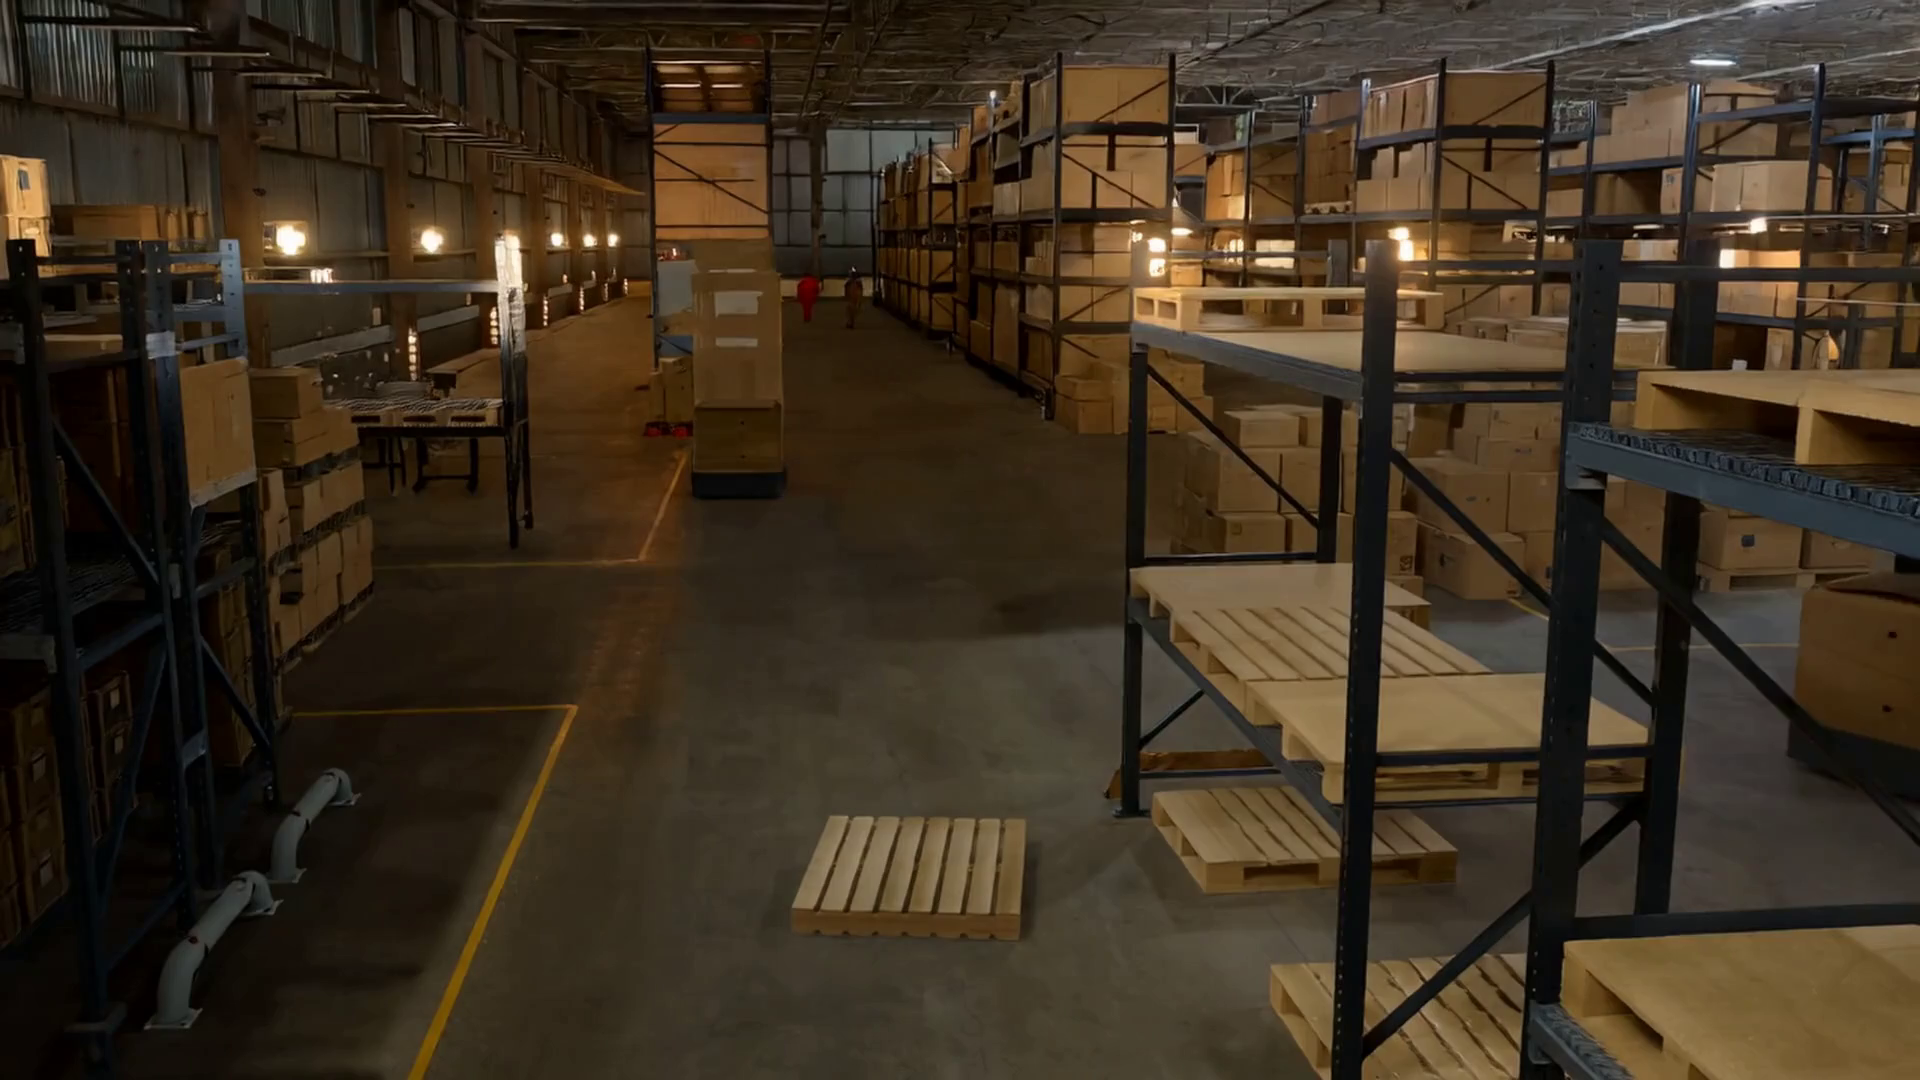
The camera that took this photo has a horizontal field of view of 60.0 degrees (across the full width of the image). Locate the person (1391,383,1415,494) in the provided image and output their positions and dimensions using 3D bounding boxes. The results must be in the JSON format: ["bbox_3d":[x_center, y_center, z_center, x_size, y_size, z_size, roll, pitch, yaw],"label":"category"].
[{"bbox_3d":[5.263,-1.526,19.993,0.354,1.942,0.545,-7,12,-33],"label":"person"}]

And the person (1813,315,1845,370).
[{"bbox_3d":[13.126,-2.446,25.187,0.397,1.911,0.587,9,14,42],"label":"person"}]

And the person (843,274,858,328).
[{"bbox_3d":[-3.809,-8.238,57.397,0.404,1.870,0.726,-6,12,-32],"label":"person"}]

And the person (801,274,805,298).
[{"bbox_3d":[-6.478,-10.352,69.764,0.533,1.623,0.538,2,10,11],"label":"person"}]

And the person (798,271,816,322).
[{"bbox_3d":[-5.634,-8.949,61.300,0.650,1.883,0.822,-2,10,-11],"label":"person"}]

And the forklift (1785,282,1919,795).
[{"bbox_3d":[5.788,-0.084,9.400,1.873,2.768,1.129,-6,12,-31],"label":"forklift"}]

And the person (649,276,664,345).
[{"bbox_3d":[-8.804,-6.663,48.172,0.375,2.044,0.604,3,11,19],"label":"person"}]

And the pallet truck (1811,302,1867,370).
[{"bbox_3d":[15.846,-3.142,28.793,1.885,1.965,0.823,2,10,12],"label":"pallet truck"}]

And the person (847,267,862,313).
[{"bbox_3d":[-4.390,-10.388,69.195,0.632,1.916,0.651,-2,10,-9],"label":"person"}]

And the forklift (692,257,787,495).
[{"bbox_3d":[-2.697,-2.030,20.182,1.129,2.768,1.873,-1,10,-6],"label":"forklift"}]
